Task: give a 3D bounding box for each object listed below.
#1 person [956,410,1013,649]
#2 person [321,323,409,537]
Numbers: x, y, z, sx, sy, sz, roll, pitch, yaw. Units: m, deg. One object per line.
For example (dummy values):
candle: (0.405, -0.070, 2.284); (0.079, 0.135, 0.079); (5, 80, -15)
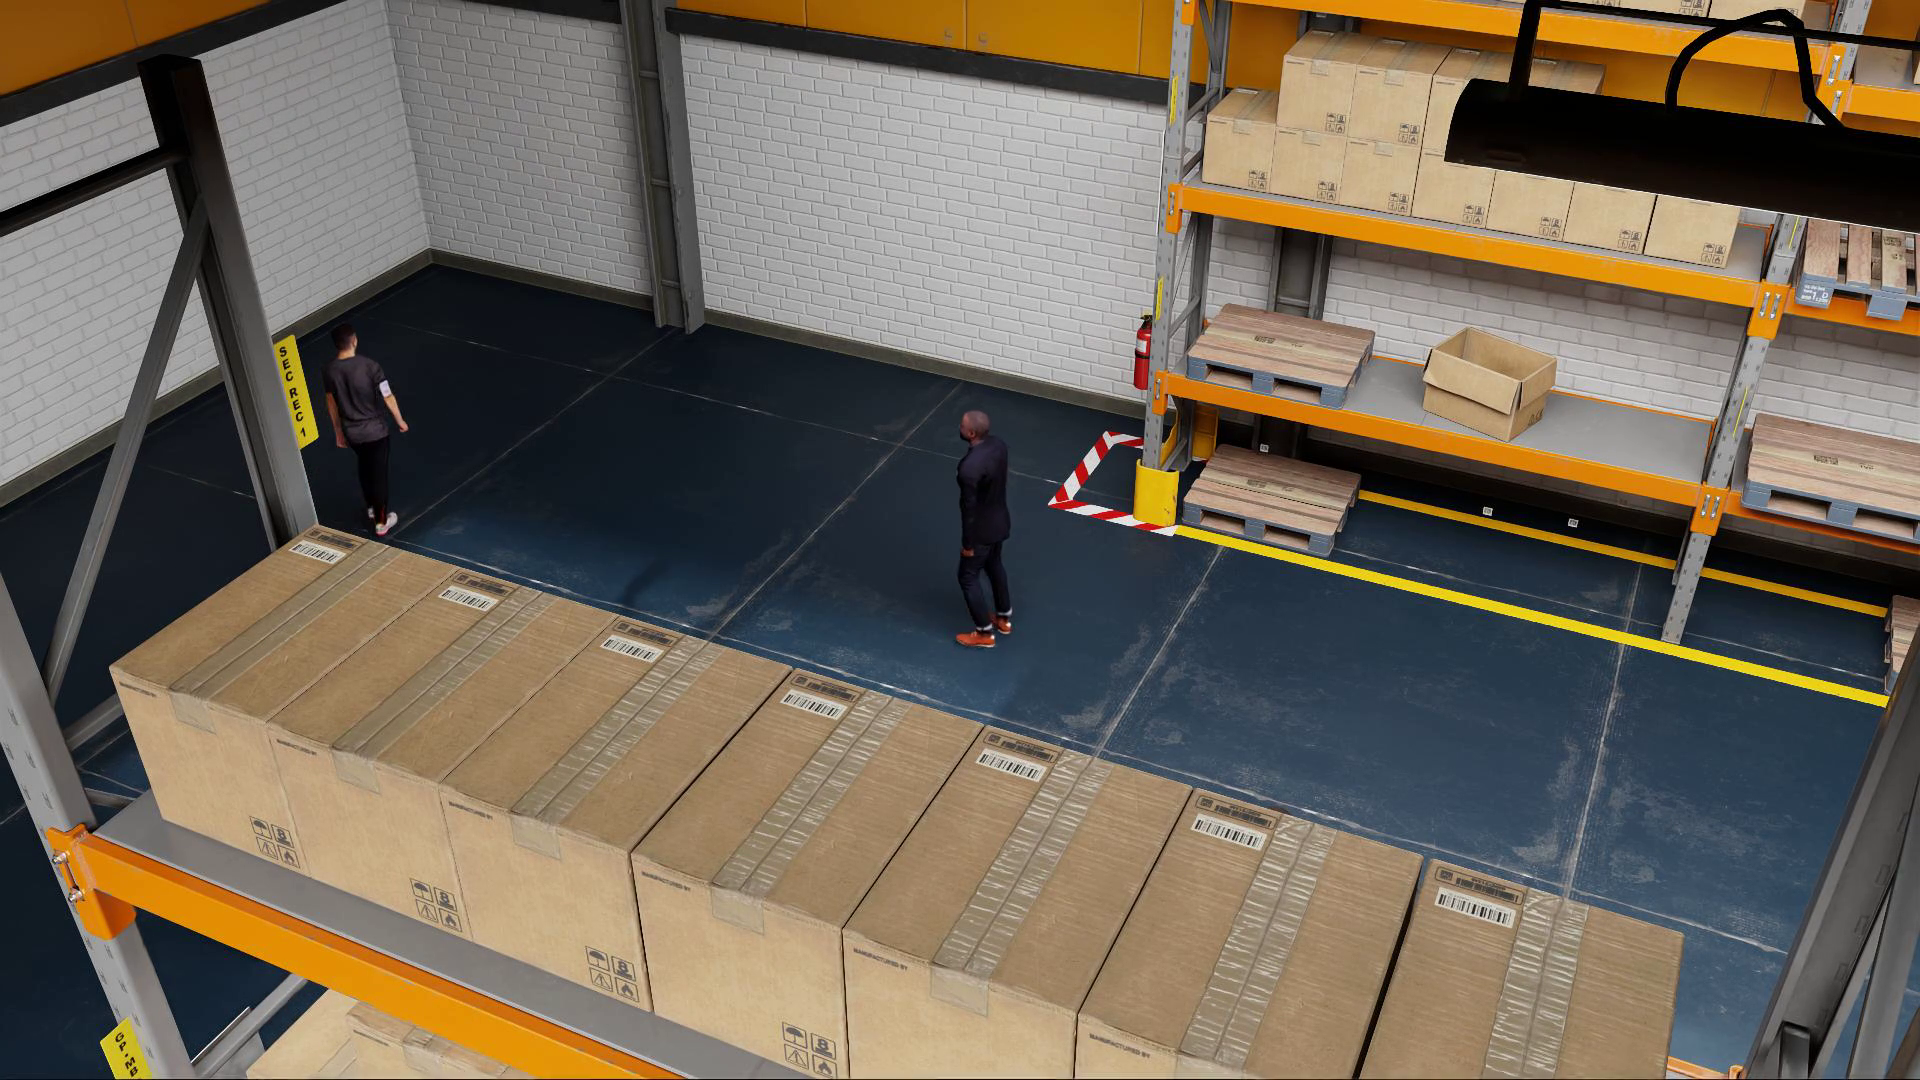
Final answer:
person: (0.192, -0.071, 11.575); (0.606, 1.805, 0.689); (14, 36, 20)
person: (-4.576, -0.790, 12.709); (0.693, 1.748, 0.796); (4, 34, 5)
